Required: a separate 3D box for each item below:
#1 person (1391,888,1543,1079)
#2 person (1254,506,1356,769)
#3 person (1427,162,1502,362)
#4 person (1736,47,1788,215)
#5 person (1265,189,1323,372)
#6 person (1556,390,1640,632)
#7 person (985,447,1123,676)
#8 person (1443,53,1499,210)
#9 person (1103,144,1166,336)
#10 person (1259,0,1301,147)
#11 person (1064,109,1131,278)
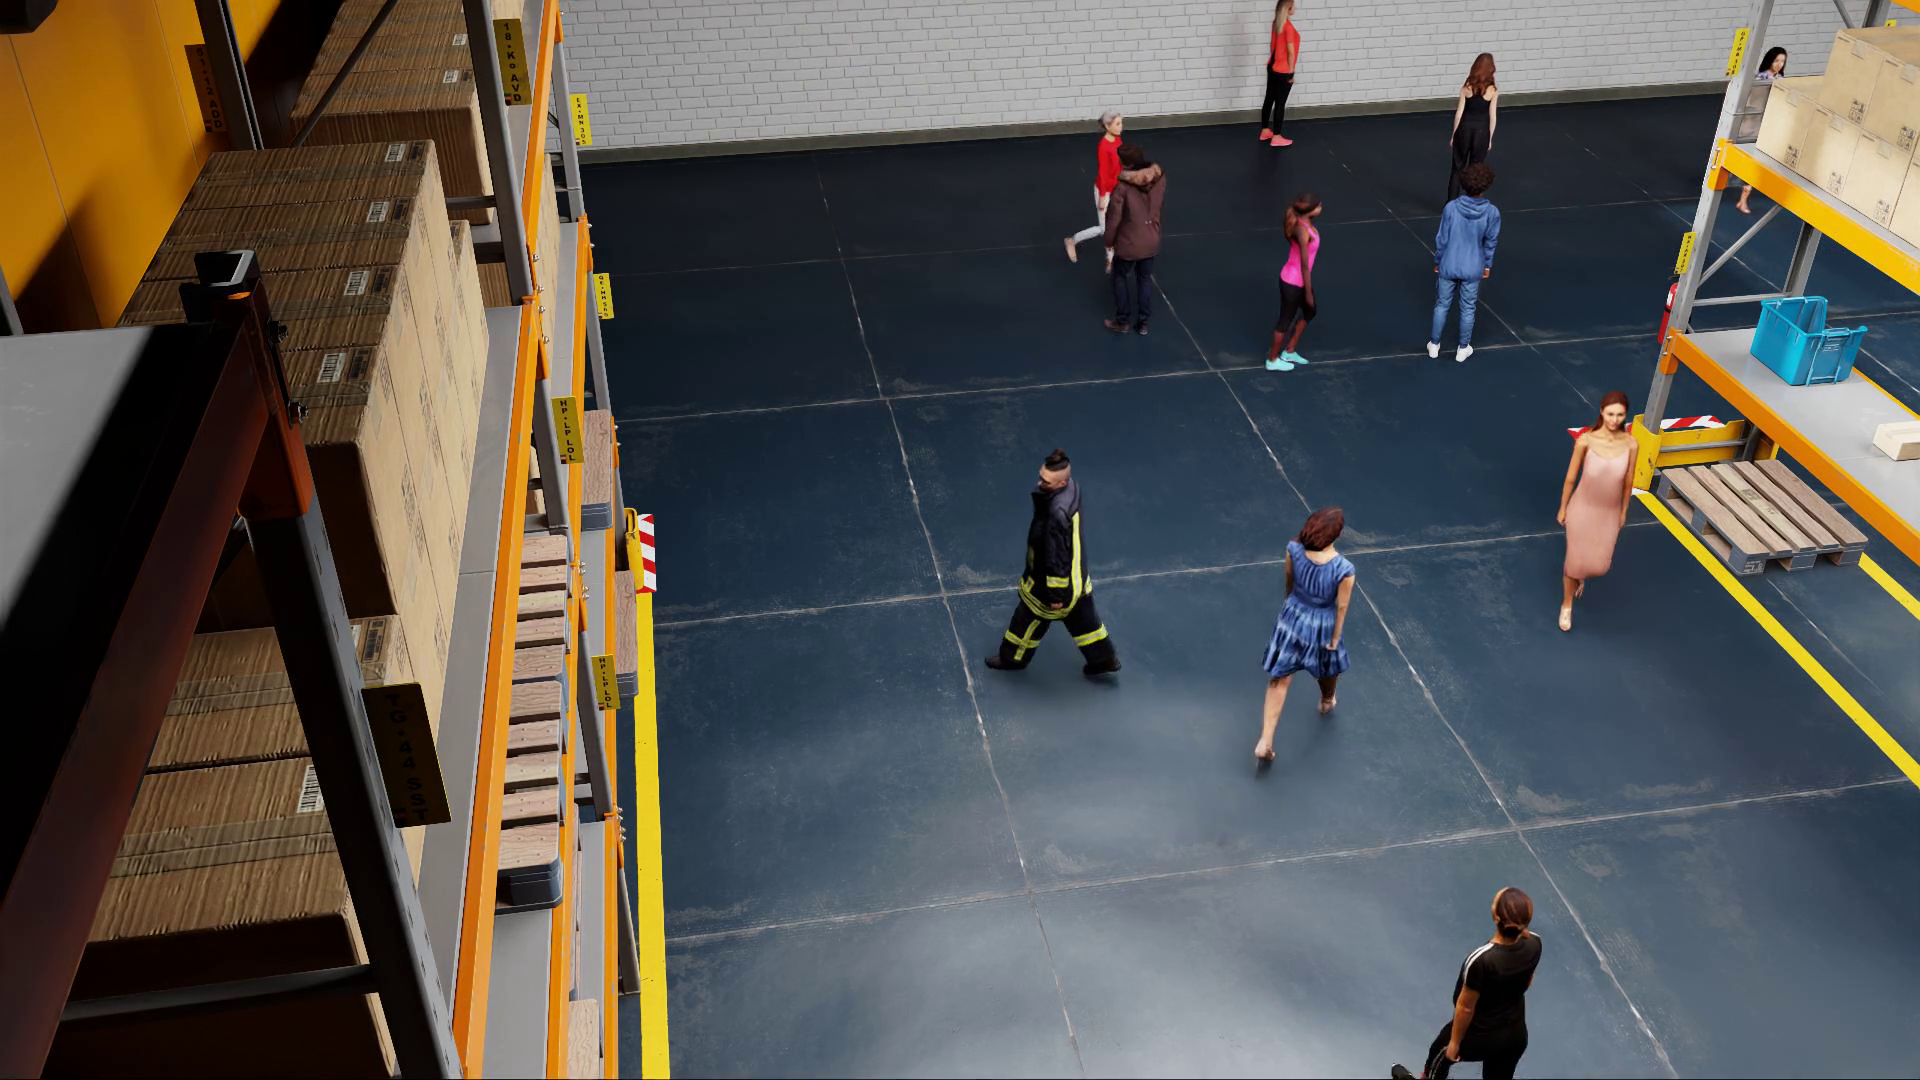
[{"bbox_3d":[2.481,2.320,7.677,0.705,1.646,0.942,-11,35,-16],"label":"person"},{"bbox_3d":[2.076,0.621,10.135,1.099,1.754,1.201,19,38,26],"label":"person"},{"bbox_3d":[4.444,-2.457,14.717,0.757,1.809,0.747,12,35,17],"label":"person"},{"bbox_3d":[8.412,-4.399,17.728,0.683,1.709,1.063,-2,34,-3],"label":"person"},{"bbox_3d":[2.823,-2.246,14.488,0.726,1.710,0.660,7,34,11],"label":"person"},{"bbox_3d":[4.319,-0.229,11.356,0.745,1.818,0.834,7,34,10],"label":"person"},{"bbox_3d":[0.716,0.193,10.712,1.152,1.829,1.239,9,35,13],"label":"person"},{"bbox_3d":[5.372,-4.239,17.452,0.659,1.748,0.665,10,35,14],"label":"person"},{"bbox_3d":[1.601,-2.750,15.136,0.838,1.832,0.774,-8,34,-11],"label":"person"},{"bbox_3d":[3.711,-5.457,19.335,0.682,1.693,0.519,-11,35,-16],"label":"person"},{"bbox_3d":[1.364,-3.379,16.226,0.944,1.674,0.939,16,37,22],"label":"person"}]
